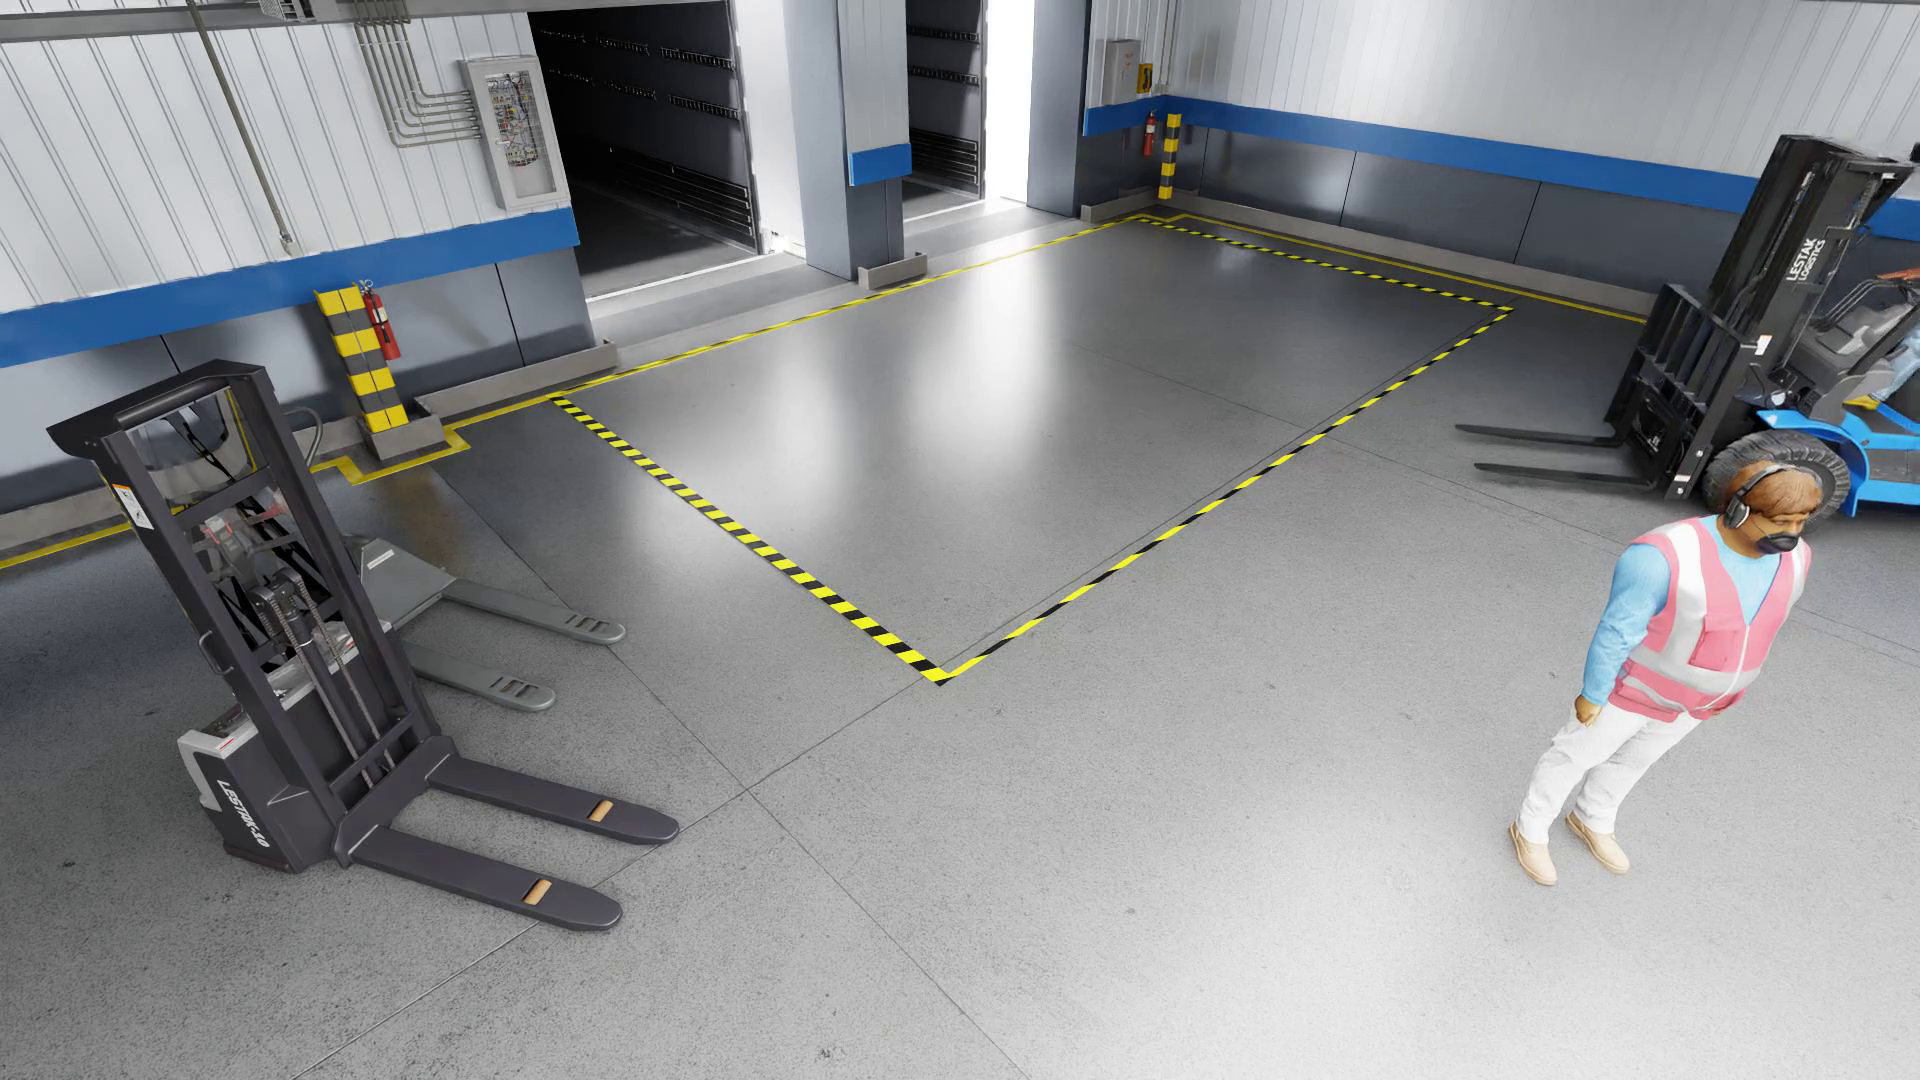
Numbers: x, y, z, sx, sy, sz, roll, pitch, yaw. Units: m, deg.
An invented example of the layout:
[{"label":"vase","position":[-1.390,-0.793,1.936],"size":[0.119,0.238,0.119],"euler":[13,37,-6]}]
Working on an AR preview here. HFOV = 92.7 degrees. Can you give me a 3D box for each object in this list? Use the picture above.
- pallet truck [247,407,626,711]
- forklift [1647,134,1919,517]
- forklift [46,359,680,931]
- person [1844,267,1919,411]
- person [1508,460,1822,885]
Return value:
[{"label":"pallet truck","position":[-2.628,0.038,4.590],"size":[1.601,1.201,0.680],"euler":[12,36,18]},{"label":"forklift","position":[5.890,-1.222,5.454],"size":[2.680,2.036,1.157],"euler":[7,35,10]},{"label":"forklift","position":[-2.135,0.422,3.354],"size":[1.885,1.965,0.823],"euler":[10,35,14]},{"label":"person","position":[5.833,-1.387,5.366],"size":[1.004,1.293,0.635],"euler":[7,35,10]},{"label":"person","position":[2.535,0.536,3.323],"size":[0.620,1.845,0.431],"euler":[-3,34,-5]}]
